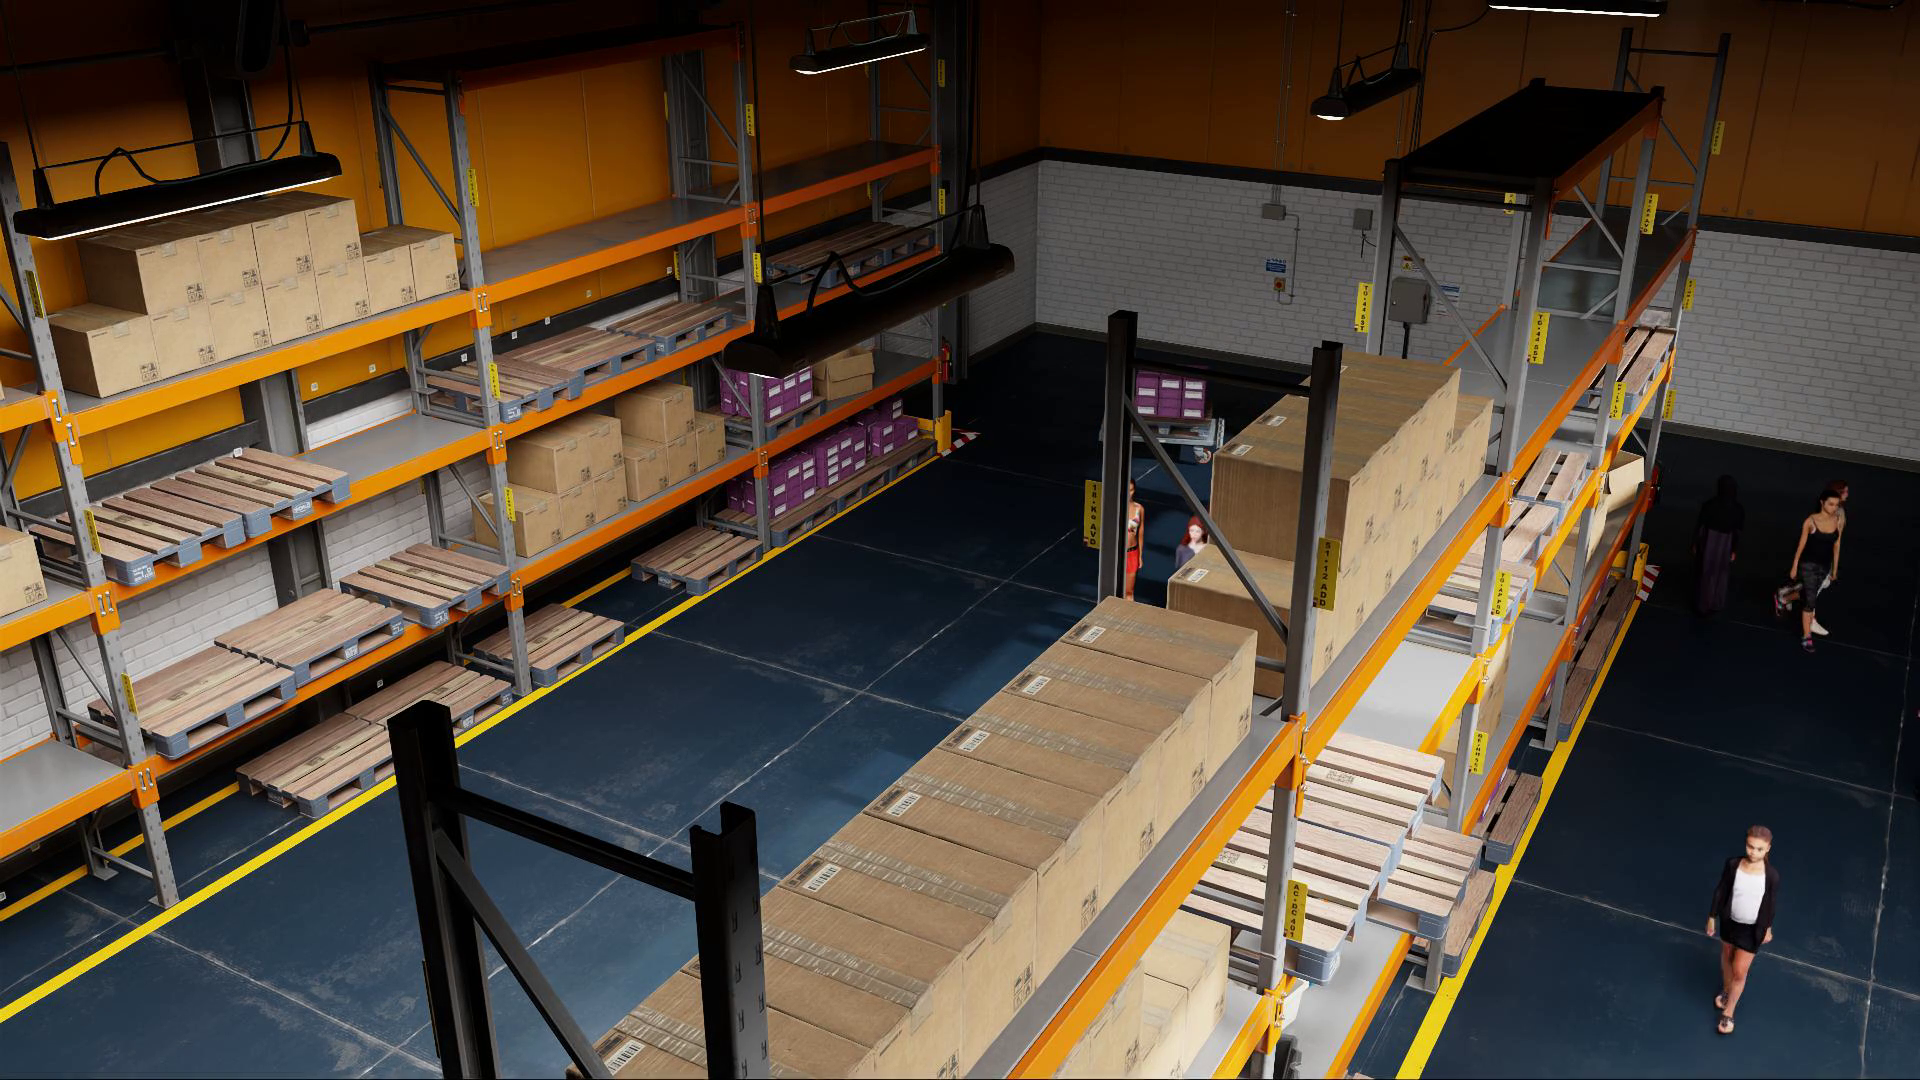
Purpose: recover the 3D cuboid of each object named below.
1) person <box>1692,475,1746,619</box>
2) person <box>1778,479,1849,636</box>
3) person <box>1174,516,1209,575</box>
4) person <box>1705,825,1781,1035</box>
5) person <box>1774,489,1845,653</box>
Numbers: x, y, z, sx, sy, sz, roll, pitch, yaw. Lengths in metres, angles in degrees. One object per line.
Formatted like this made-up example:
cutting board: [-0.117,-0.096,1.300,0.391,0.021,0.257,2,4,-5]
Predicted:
person: [8.015,0.100,17.668,0.667,1.602,0.777,9,25,20]
person: [8.960,0.132,17.476,0.913,1.699,0.863,-16,29,-33]
person: [2.316,0.574,16.386,0.650,1.761,0.903,9,25,21]
person: [5.590,2.678,11.850,0.617,1.538,0.819,17,29,34]
person: [8.781,0.249,17.212,0.962,1.695,1.142,-2,24,-4]
